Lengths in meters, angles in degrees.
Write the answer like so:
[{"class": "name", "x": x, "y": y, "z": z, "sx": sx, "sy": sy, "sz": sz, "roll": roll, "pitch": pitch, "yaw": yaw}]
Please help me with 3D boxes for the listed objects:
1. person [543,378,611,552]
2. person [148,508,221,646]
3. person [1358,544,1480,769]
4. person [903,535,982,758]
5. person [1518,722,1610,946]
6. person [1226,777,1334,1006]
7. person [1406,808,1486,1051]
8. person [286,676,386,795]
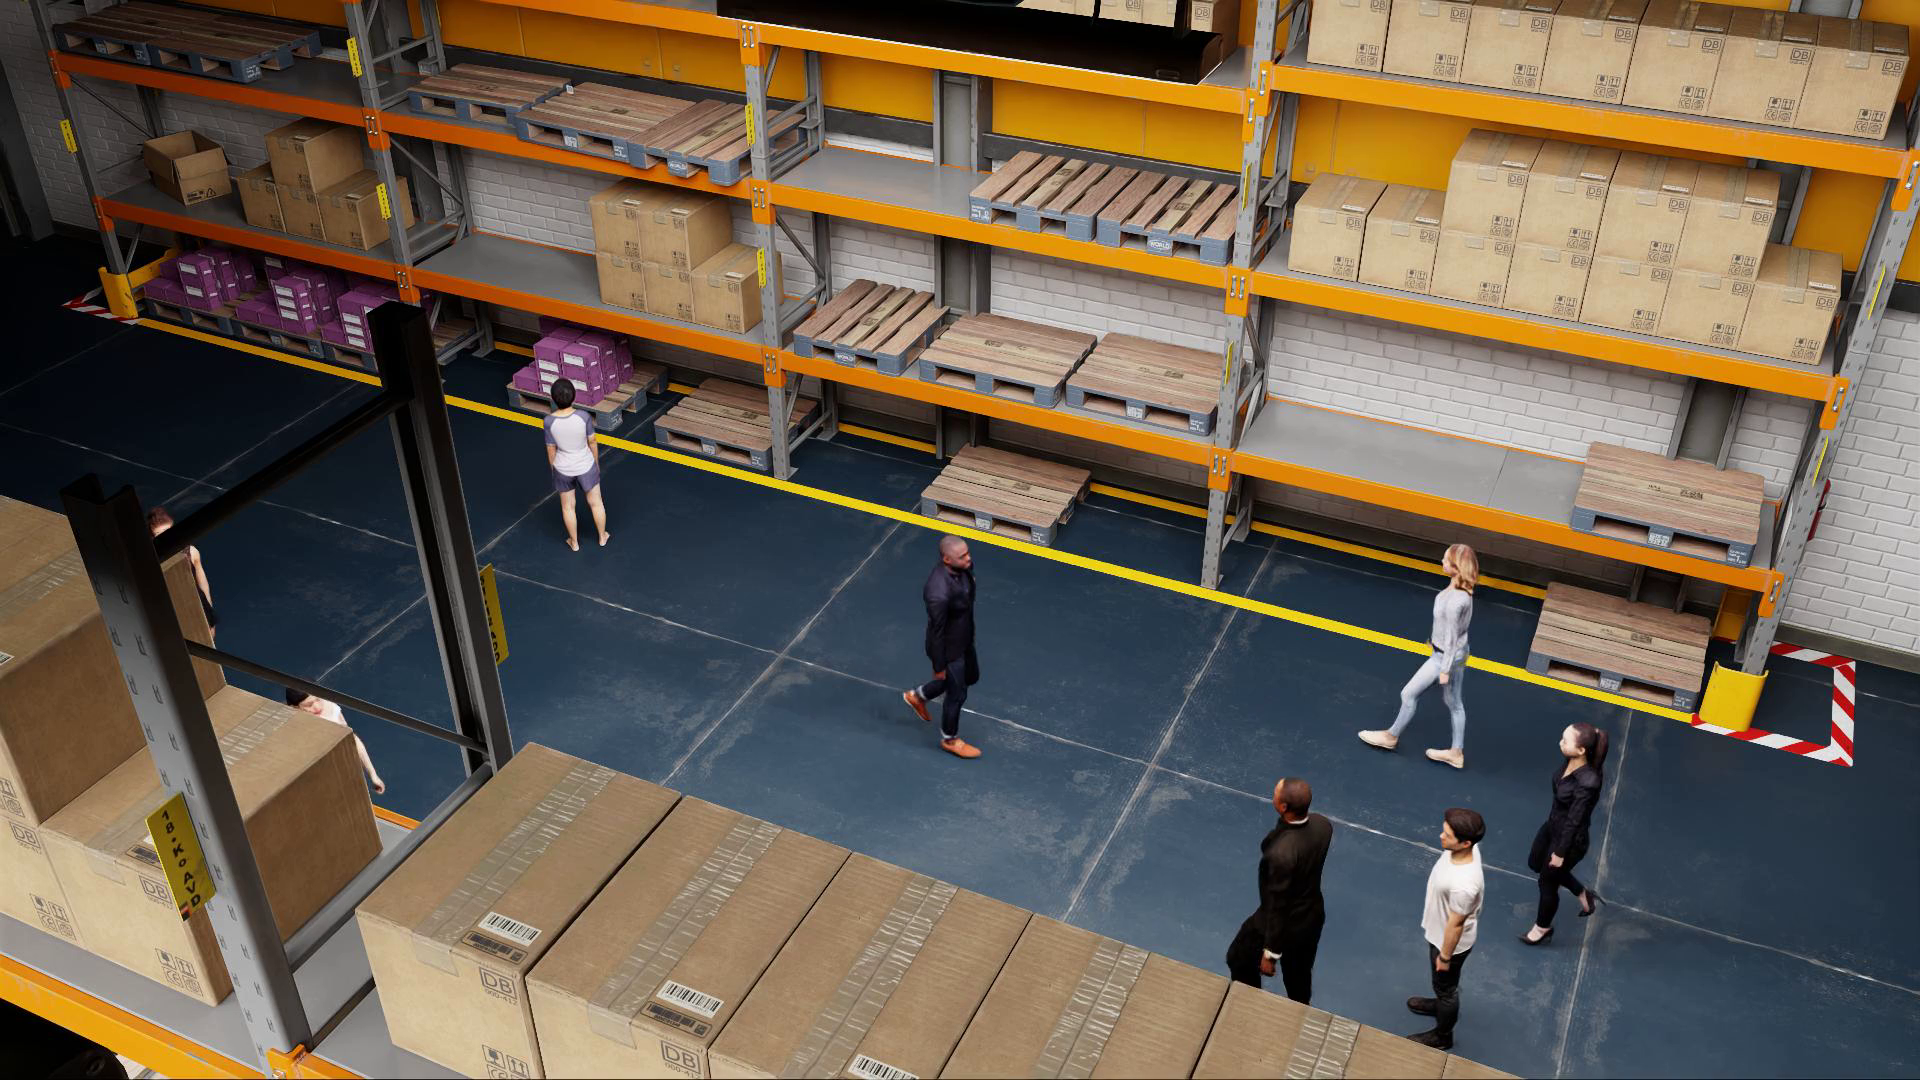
[{"class": "person", "x": -3.153, "y": -0.620, "z": 13.602, "sx": 0.637, "sy": 1.565, "sz": 0.712, "roll": -8, "pitch": 34, "yaw": -12}, {"class": "person", "x": -5.538, "y": 0.497, "z": 11.837, "sx": 0.864, "sy": 1.659, "sz": 1.014, "roll": -20, "pitch": 39, "yaw": -28}, {"class": "person", "x": 3.375, "y": 0.825, "z": 11.243, "sx": 0.945, "sy": 1.771, "sz": 0.624, "roll": 15, "pitch": 36, "yaw": 21}, {"class": "person", "x": -0.132, "y": 0.700, "z": 11.403, "sx": 0.880, "sy": 1.802, "sz": 0.735, "roll": 12, "pitch": 35, "yaw": 18}, {"class": "person", "x": 3.677, "y": 1.770, "z": 9.888, "sx": 0.860, "sy": 1.698, "sz": 0.757, "roll": 1, "pitch": 34, "yaw": 2}, {"class": "person", "x": 1.874, "y": 2.146, "z": 9.157, "sx": 0.912, "sy": 1.880, "sz": 0.903, "roll": 29, "pitch": 43, "yaw": 36}, {"class": "person", "x": 2.753, "y": 2.156, "z": 9.292, "sx": 0.620, "sy": 1.714, "sz": 0.680, "roll": 7, "pitch": 34, "yaw": 10}, {"class": "person", "x": -3.915, "y": 1.530, "z": 10.222, "sx": 1.156, "sy": 1.727, "sz": 0.618, "roll": 15, "pitch": 37, "yaw": 21}]
